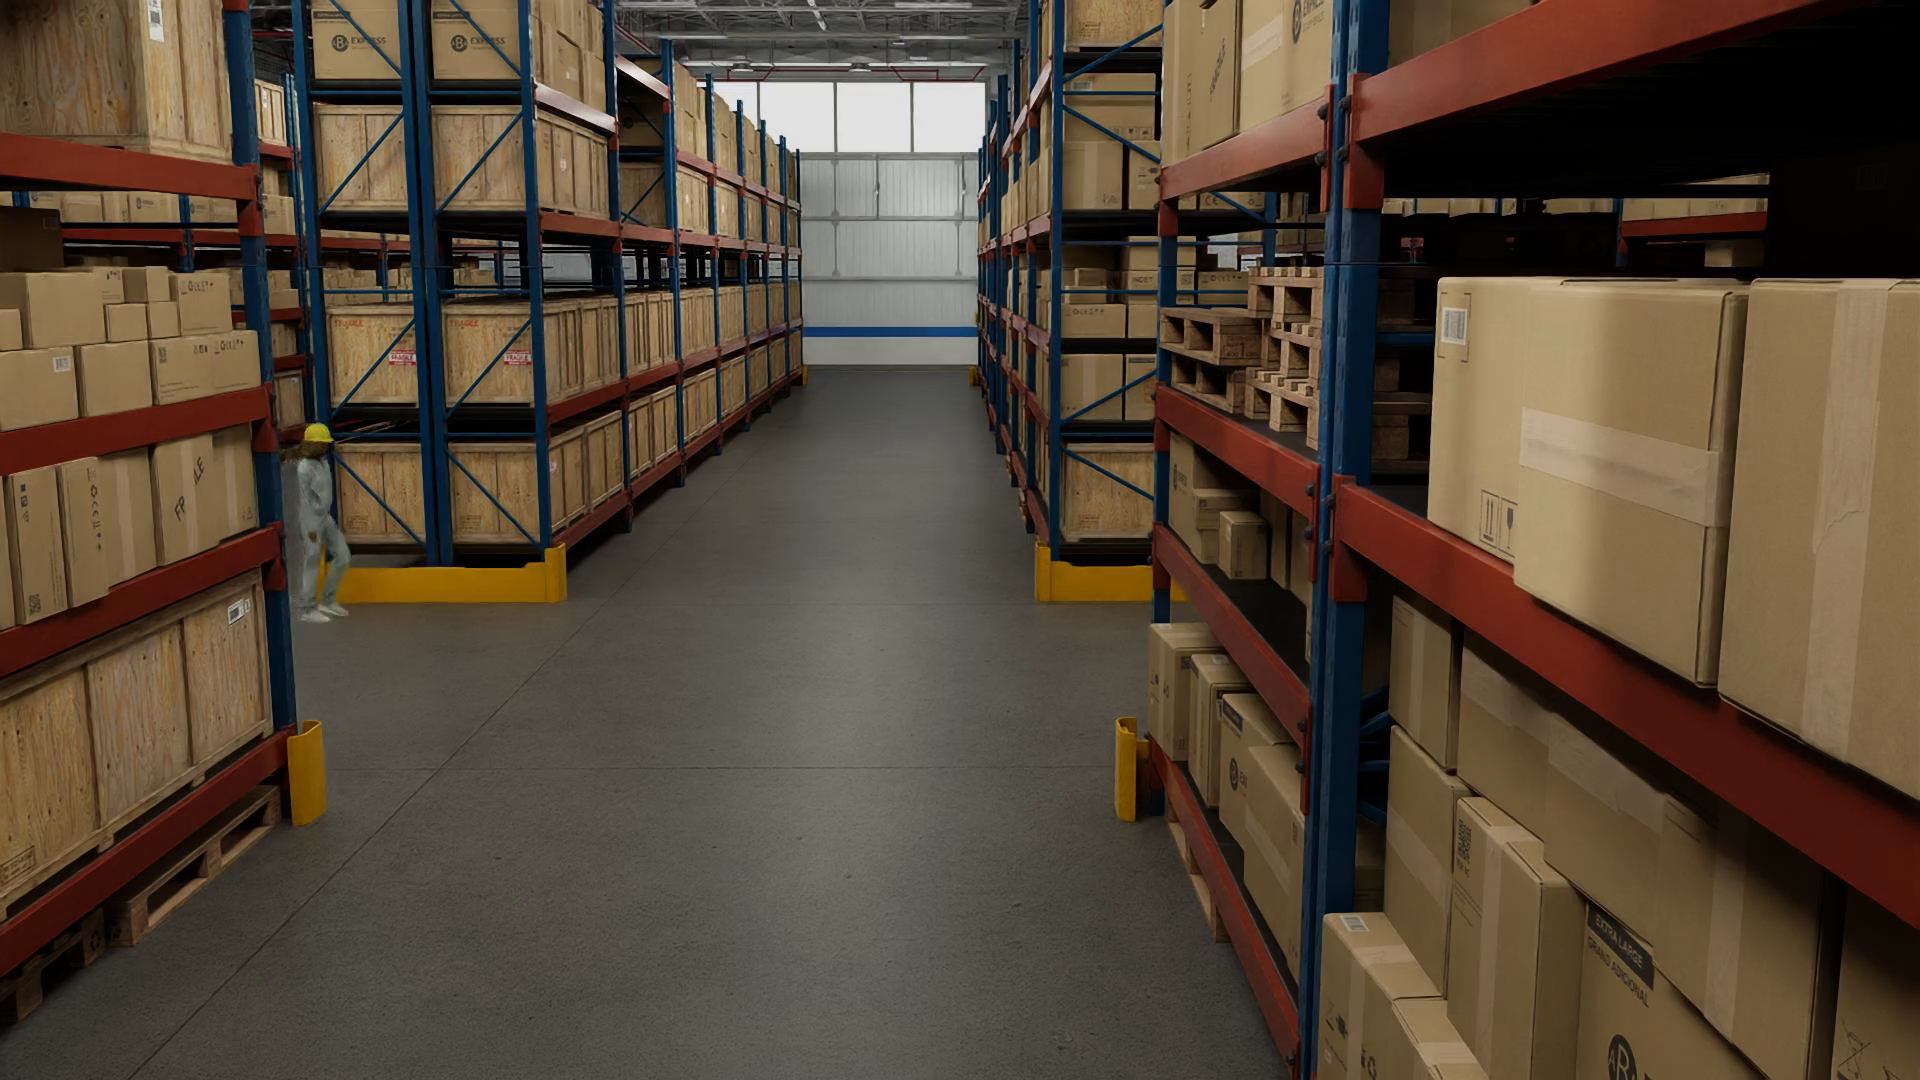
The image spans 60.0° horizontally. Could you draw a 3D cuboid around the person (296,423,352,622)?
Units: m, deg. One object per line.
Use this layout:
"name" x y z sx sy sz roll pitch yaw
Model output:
"person" -5.470 -0.145 14.267 0.504 1.723 0.516 1 9 4
